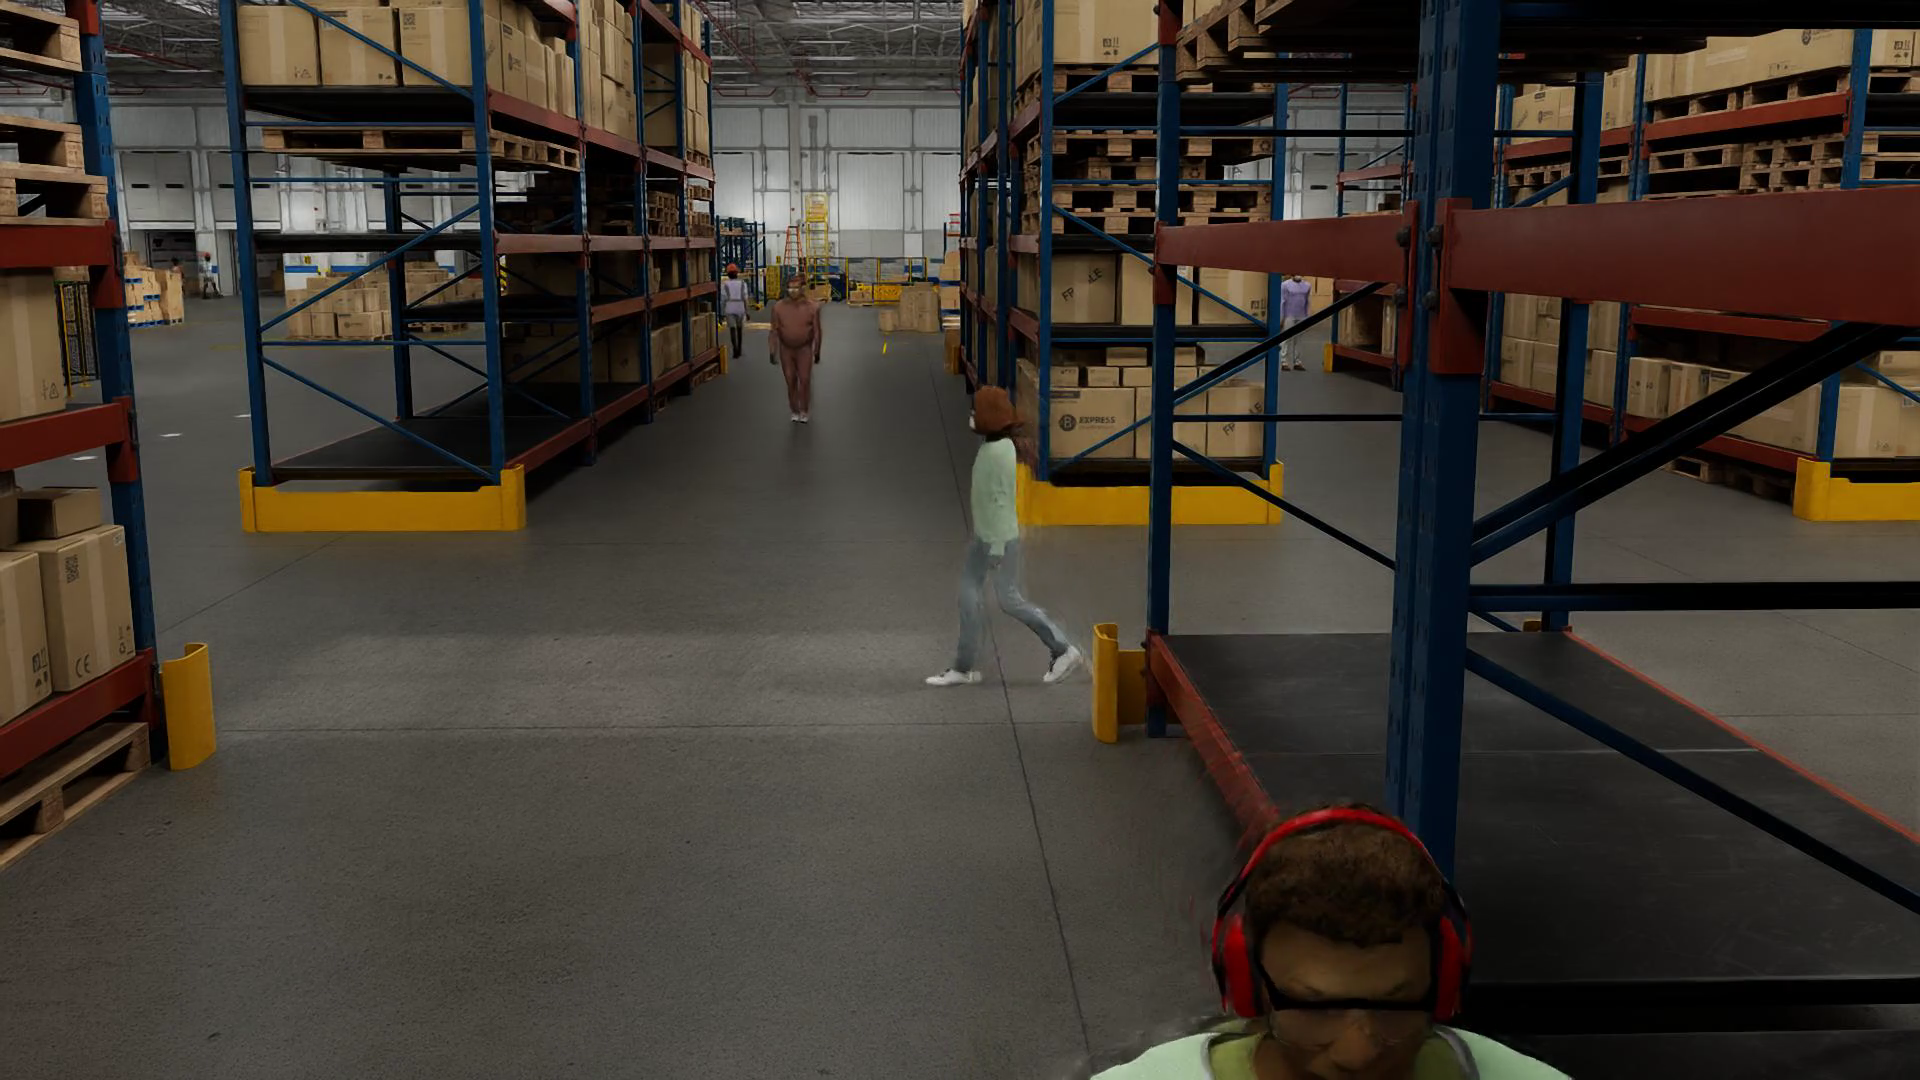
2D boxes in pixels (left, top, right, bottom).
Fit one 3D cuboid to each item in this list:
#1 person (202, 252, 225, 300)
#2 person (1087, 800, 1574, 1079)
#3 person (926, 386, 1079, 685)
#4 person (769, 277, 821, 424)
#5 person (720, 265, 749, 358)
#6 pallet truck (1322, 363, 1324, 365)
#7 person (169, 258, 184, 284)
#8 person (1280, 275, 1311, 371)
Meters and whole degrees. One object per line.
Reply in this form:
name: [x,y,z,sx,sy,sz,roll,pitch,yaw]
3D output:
person: [-30.345,-10.685,67.371,0.965,1.893,0.569,2,10,12]
person: [0.371,1.140,1.729,0.557,1.820,0.499,-2,10,-10]
person: [0.236,-0.012,8.743,0.757,1.604,0.507,-2,10,-11]
person: [-2.150,-2.440,21.490,0.665,1.874,0.802,0,10,3]
person: [-4.577,-4.633,33.755,0.562,1.876,1.004,-3,11,-17]
pallet truck: [7.712,-4.157,30.737,1.885,1.965,0.823,3,11,16]
person: [-31.733,-10.571,67.324,0.556,1.684,0.368,-1,10,-4]
person: [6.081,-4.027,30.196,0.627,1.934,0.372,-3,11,-18]
